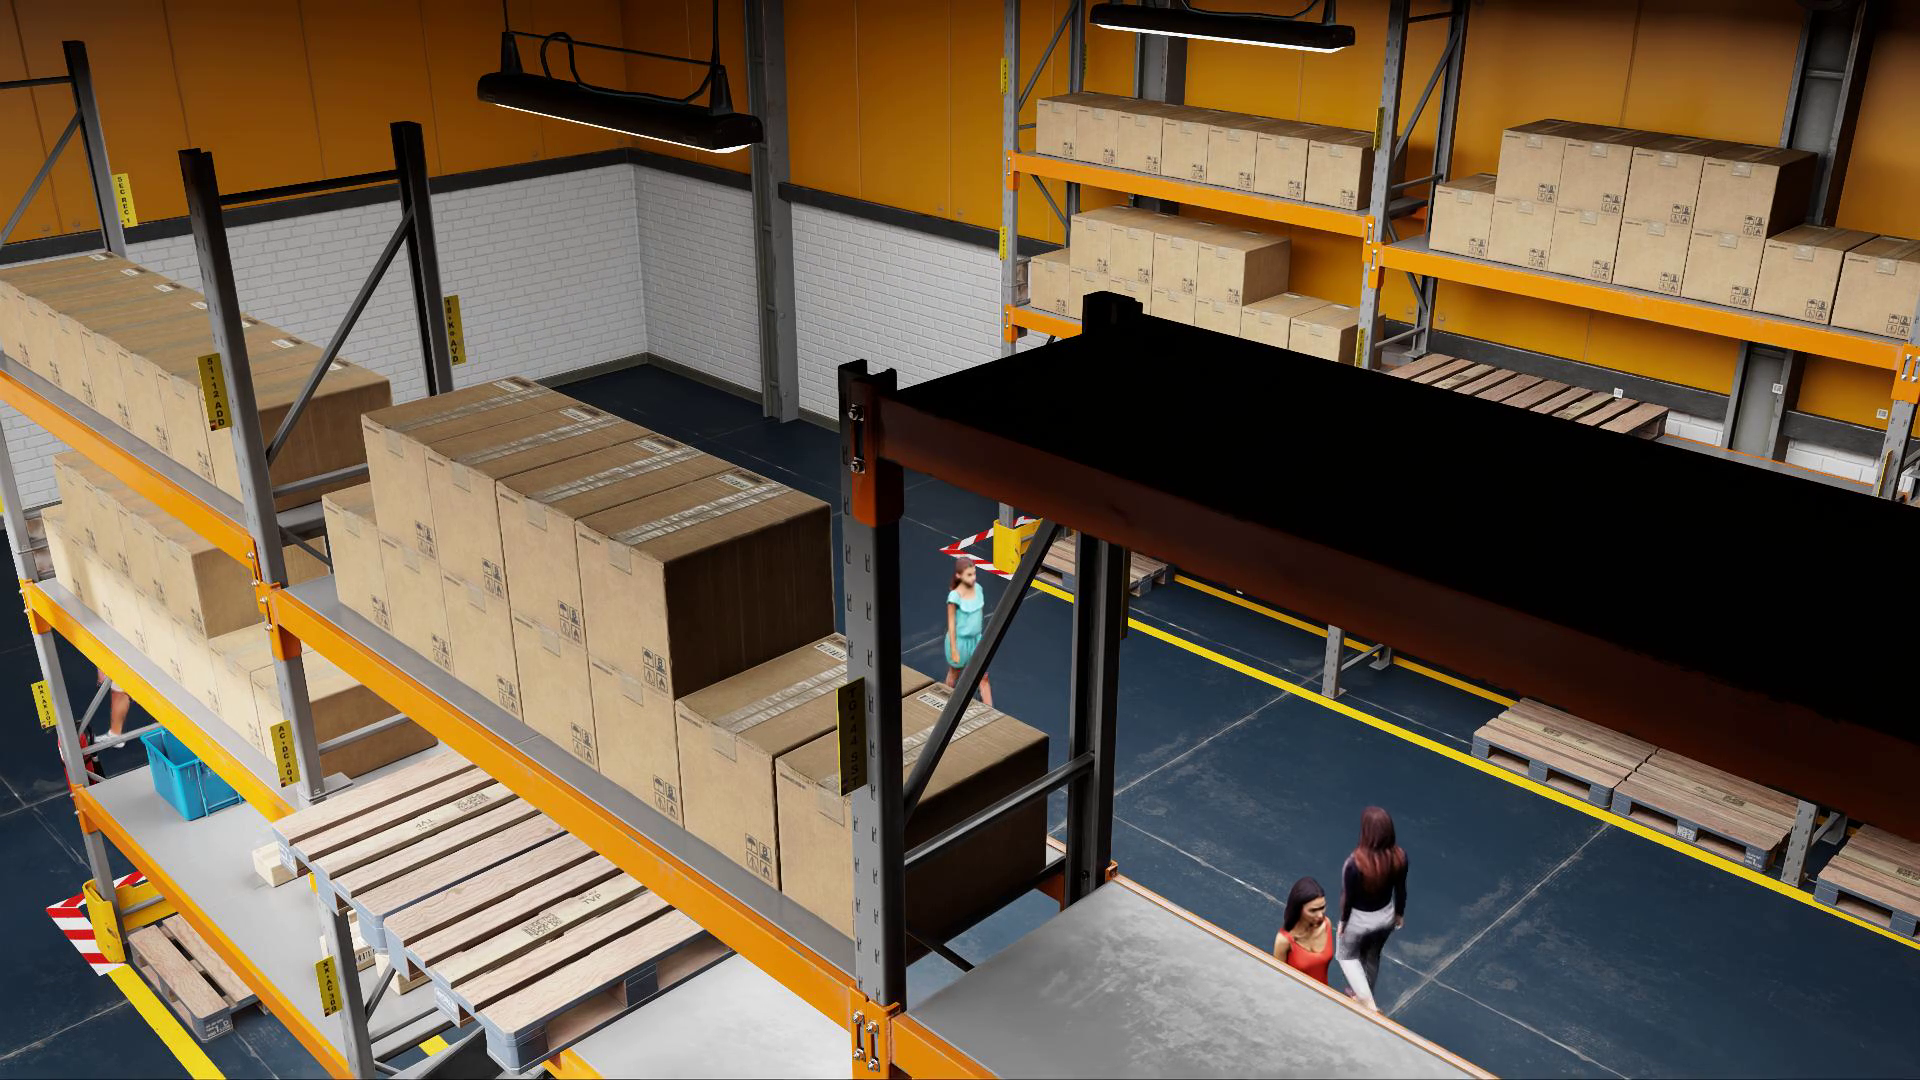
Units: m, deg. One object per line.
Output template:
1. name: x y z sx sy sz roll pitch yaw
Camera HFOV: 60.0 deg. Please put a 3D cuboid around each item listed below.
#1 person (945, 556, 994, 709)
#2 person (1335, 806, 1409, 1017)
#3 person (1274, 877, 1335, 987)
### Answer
1. person: -0.008 0.838 14.225 0.611 1.530 0.964 -19 30 -36
2. person: 2.592 2.432 10.498 0.816 1.593 0.921 -5 24 -12
3. person: 1.975 2.714 9.696 0.618 1.719 0.556 -17 29 -33
